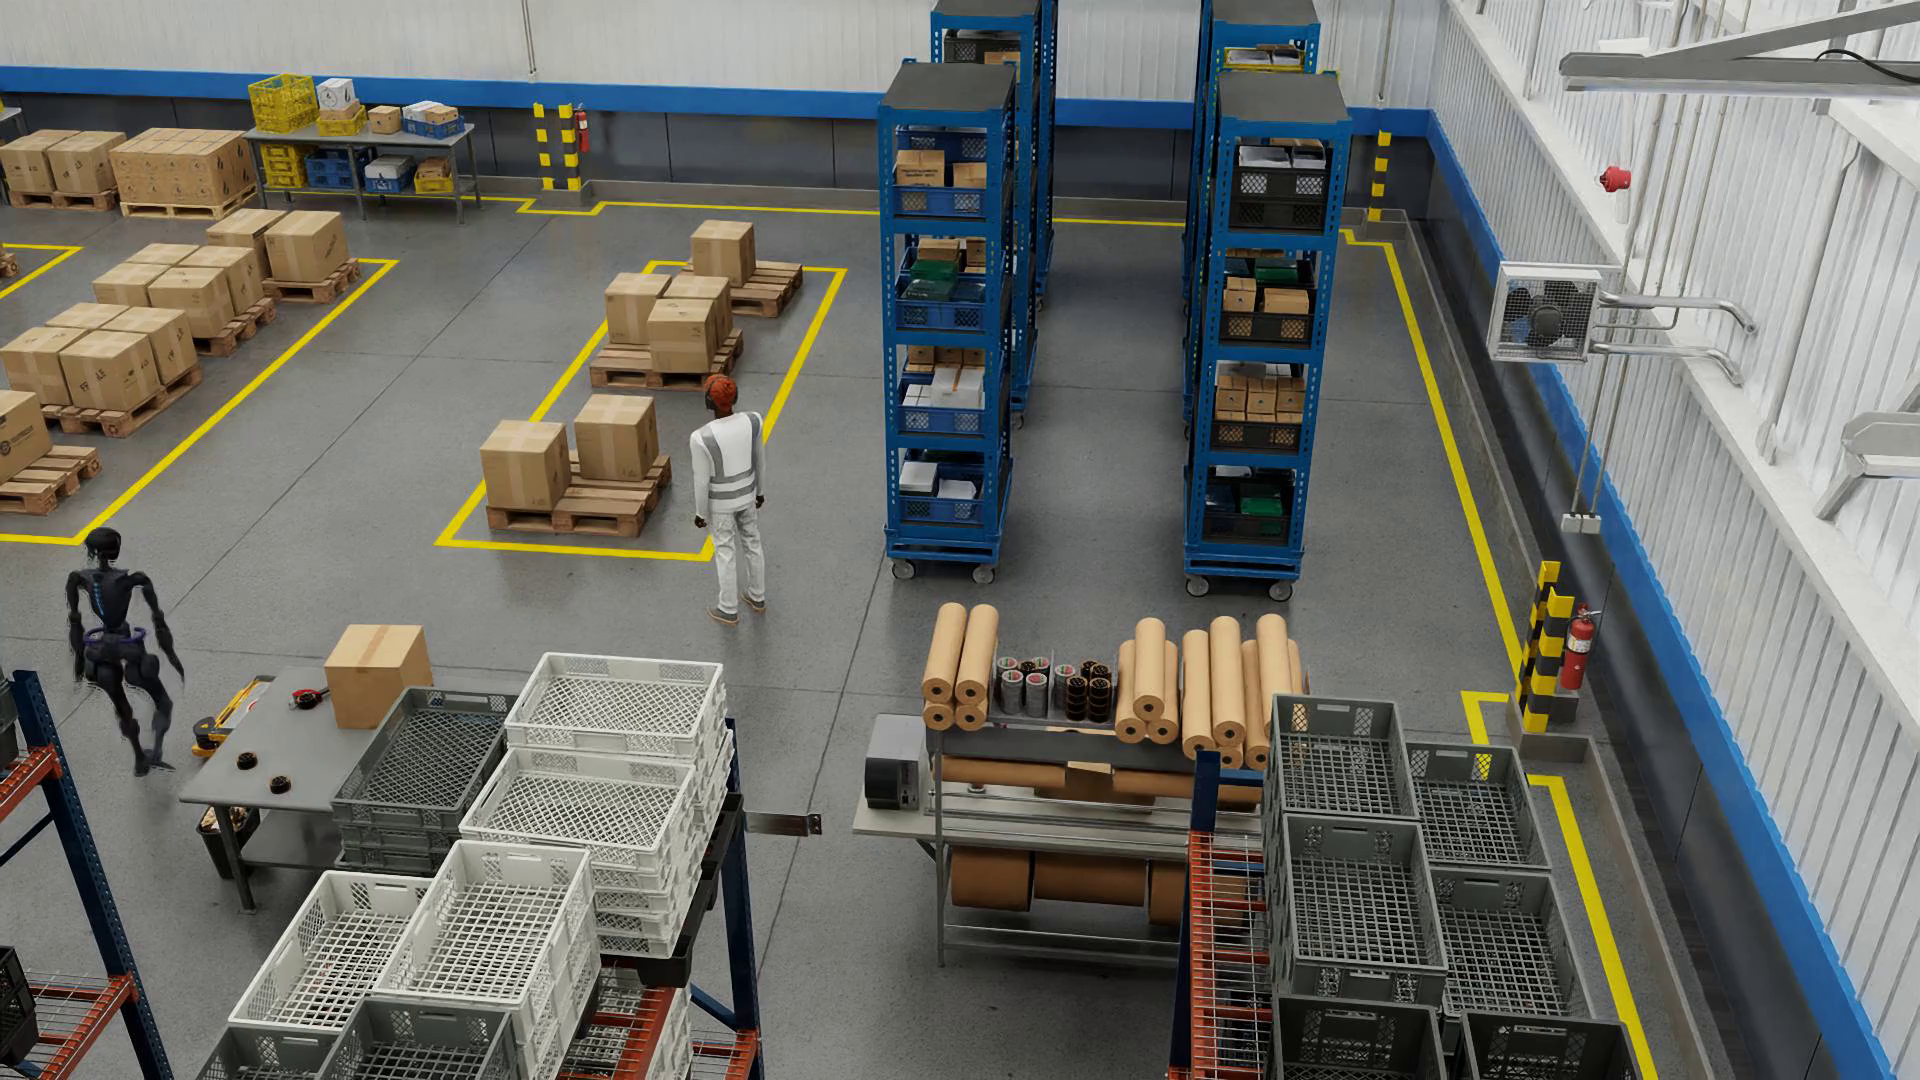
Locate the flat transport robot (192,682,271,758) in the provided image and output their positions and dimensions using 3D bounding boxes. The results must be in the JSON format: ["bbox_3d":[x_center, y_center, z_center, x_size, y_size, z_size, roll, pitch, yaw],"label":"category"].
[{"bbox_3d":[-4.089,1.163,10.648,1.431,0.197,0.652,3,30,6],"label":"flat transport robot"}]

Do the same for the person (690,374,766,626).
[{"bbox_3d":[-1.597,-0.281,11.552,0.573,1.882,0.356,-24,38,-35],"label":"person"}]

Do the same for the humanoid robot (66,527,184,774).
[{"bbox_3d":[-5.085,0.704,10.079,0.642,1.634,0.469,-3,30,-5],"label":"humanoid robot"}]
